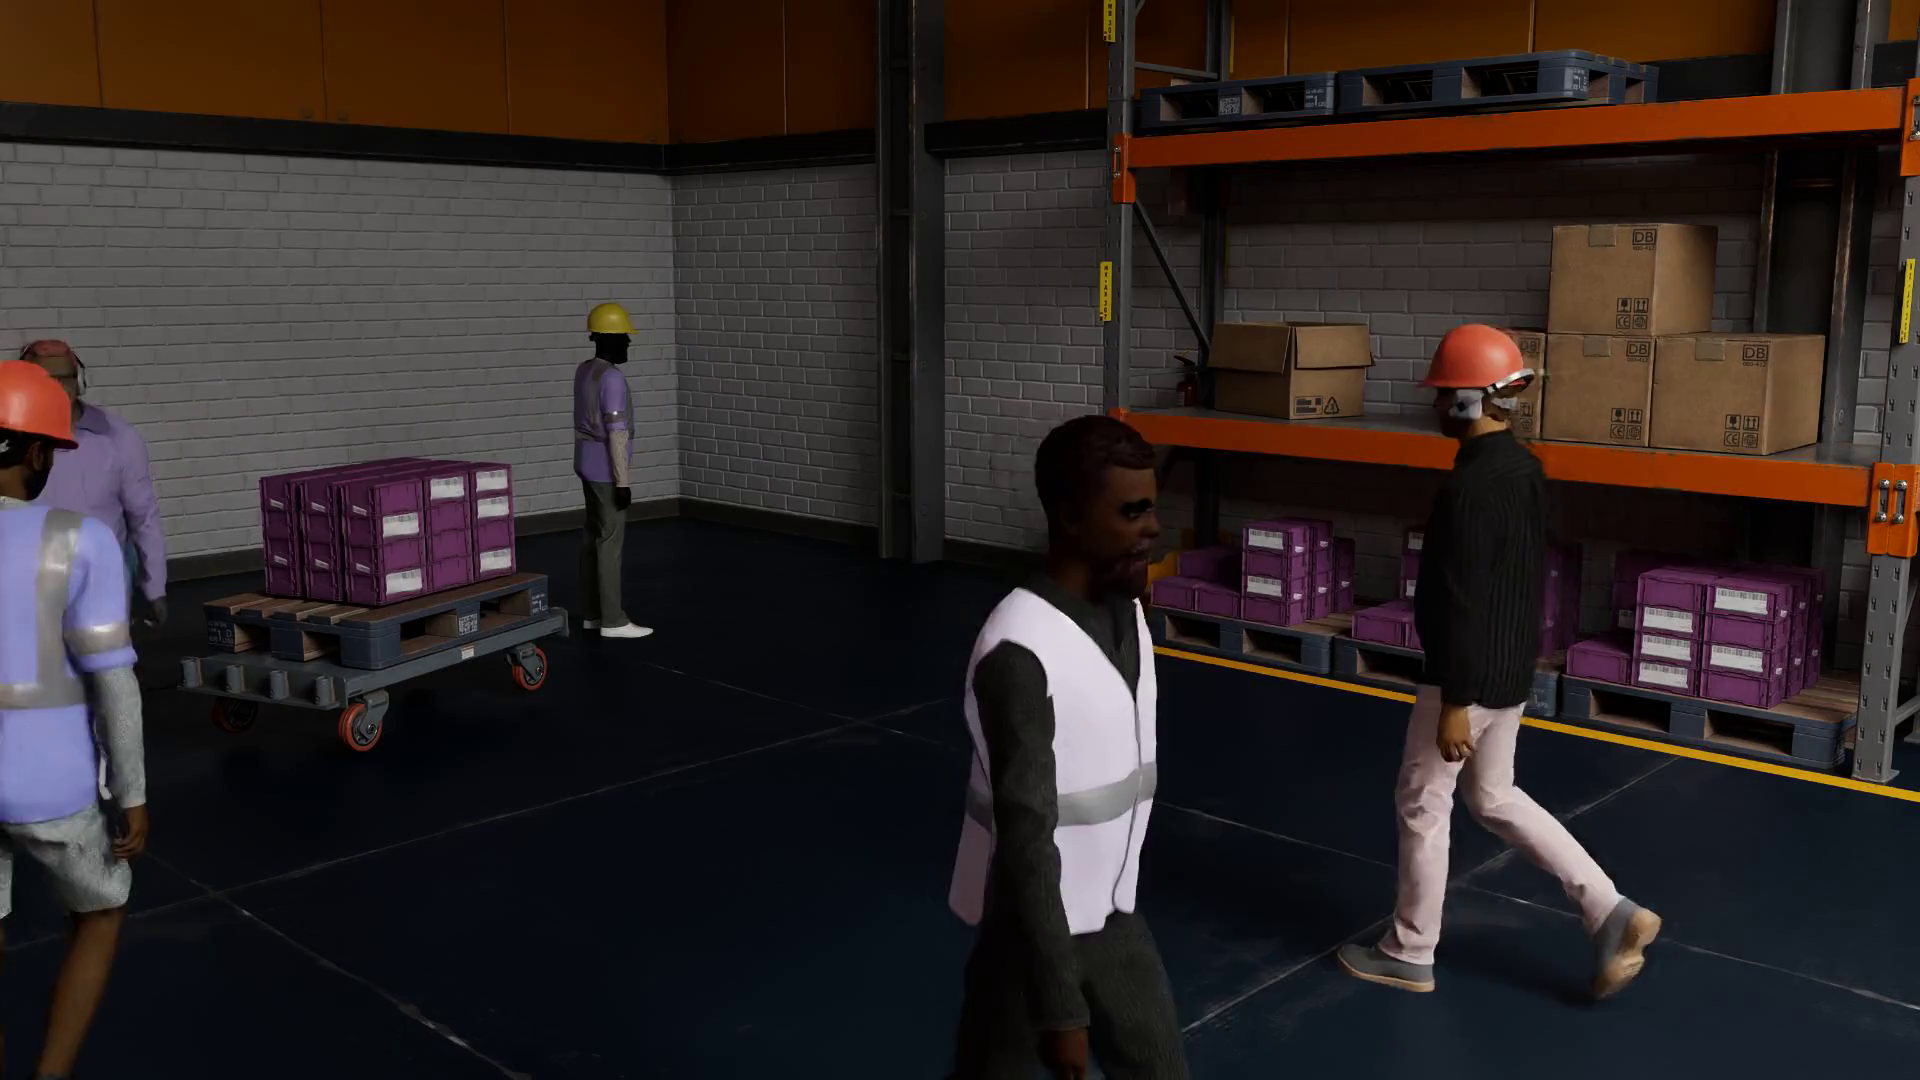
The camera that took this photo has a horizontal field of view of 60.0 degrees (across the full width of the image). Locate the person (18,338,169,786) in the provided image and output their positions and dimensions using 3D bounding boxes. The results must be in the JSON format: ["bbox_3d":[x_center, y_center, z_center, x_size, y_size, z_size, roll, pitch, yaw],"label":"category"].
[{"bbox_3d":[-3.416,0.159,6.377,0.653,1.873,0.927,-6,11,-34],"label":"person"}]

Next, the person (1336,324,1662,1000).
[{"bbox_3d":[1.545,0.378,4.729,0.812,1.973,0.626,7,12,36],"label":"person"}]

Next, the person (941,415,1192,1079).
[{"bbox_3d":[0.210,0.700,3.072,1.024,1.864,0.614,5,11,28],"label":"person"}]

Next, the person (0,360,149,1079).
[{"bbox_3d":[-2.160,0.549,3.833,0.581,1.910,0.458,-1,9,-7],"label":"person"}]

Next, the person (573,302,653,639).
[{"bbox_3d":[-2.027,-0.399,9.601,0.387,1.927,0.589,-6,11,-31],"label":"person"}]

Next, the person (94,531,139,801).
[{"bbox_3d":[-3.622,0.240,6.727,0.546,1.588,0.770,-1,9,-9],"label":"person"}]
